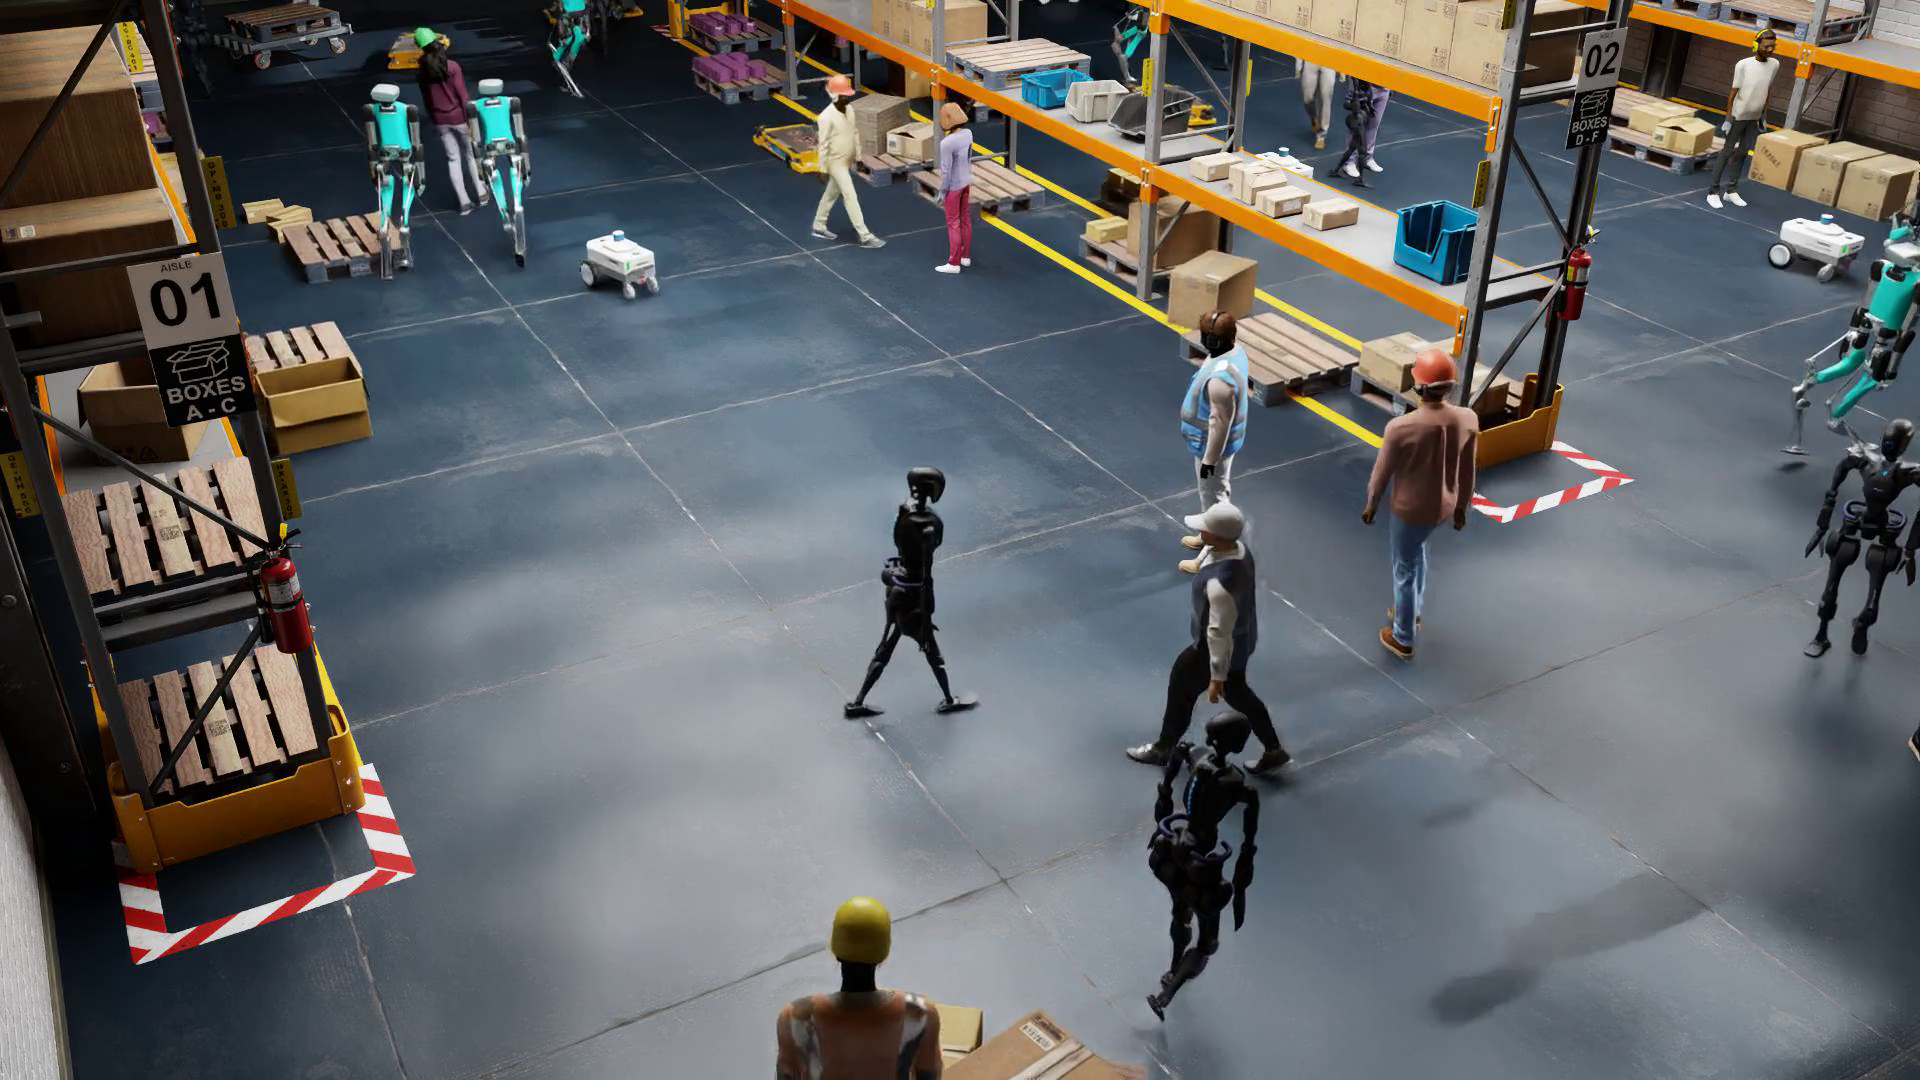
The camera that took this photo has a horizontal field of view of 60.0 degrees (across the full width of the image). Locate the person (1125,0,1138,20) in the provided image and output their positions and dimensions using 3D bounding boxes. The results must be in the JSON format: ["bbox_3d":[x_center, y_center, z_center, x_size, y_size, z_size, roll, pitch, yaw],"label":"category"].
[{"bbox_3d":[2.693,-8.858,25.246,0.335,1.844,0.523,-1,30,-1],"label":"person"}]

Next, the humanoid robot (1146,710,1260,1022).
[{"bbox_3d":[1.003,1.462,7.463,0.532,1.638,0.609,-23,37,-34],"label":"humanoid robot"}]

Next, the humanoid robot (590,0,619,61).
[{"bbox_3d":[-5.080,-7.553,23.187,0.602,1.626,0.687,-2,30,-3],"label":"humanoid robot"}]

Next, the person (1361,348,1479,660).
[{"bbox_3d":[2.753,-0.239,10.110,0.617,1.974,0.649,-11,32,-19],"label":"person"}]

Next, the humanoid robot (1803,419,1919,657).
[{"bbox_3d":[5.467,-0.011,10.016,0.614,1.641,0.425,19,35,30],"label":"humanoid robot"}]

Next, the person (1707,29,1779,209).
[{"bbox_3d":[8.296,-4.439,17.530,0.511,1.872,0.333,-7,31,-11],"label":"person"}]

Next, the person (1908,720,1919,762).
[{"bbox_3d":[5.662,0.406,9.008,0.604,1.958,0.367,-3,30,-5],"label":"person"}]

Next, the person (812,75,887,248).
[{"bbox_3d":[-1.150,-3.767,16.522,0.888,1.700,0.579,12,32,20],"label":"person"}]

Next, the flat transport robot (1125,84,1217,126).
[{"bbox_3d":[2.631,-5.479,20.948,0.659,0.231,1.431,-9,31,-15],"label":"flat transport robot"}]

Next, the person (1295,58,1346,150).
[{"bbox_3d":[4.258,-5.594,19.541,0.616,1.874,0.617,11,32,18],"label":"person"}]

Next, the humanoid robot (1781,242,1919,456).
[{"bbox_3d":[6.546,-1.309,12.266,1.045,1.762,0.550,-8,31,-14],"label":"humanoid robot"}]

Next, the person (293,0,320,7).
[{"bbox_3d":[-9.895,-8.666,24.950,0.599,1.814,0.642,-5,30,-9],"label":"person"}]

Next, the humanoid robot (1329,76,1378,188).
[{"bbox_3d":[4.413,-4.727,18.256,0.609,1.640,0.619,15,33,24],"label":"humanoid robot"}]

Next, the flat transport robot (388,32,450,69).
[{"bbox_3d":[-7.607,-6.882,23.390,0.659,0.231,1.431,-4,30,-7],"label":"flat transport robot"}]

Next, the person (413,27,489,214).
[{"bbox_3d":[-5.342,-4.413,17.458,0.578,1.890,0.667,-2,30,-3],"label":"person"}]

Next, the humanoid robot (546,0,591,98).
[{"bbox_3d":[-5.112,-6.544,21.424,0.805,1.876,0.543,22,36,33],"label":"humanoid robot"}]

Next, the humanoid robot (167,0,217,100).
[{"bbox_3d":[-9.861,-6.496,21.313,0.428,1.646,0.595,13,32,21],"label":"humanoid robot"}]

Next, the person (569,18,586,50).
[{"bbox_3d":[-5.559,-7.985,23.854,0.593,1.719,0.760,-4,30,-7],"label":"person"}]

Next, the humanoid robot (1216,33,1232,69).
[{"bbox_3d":[3.780,-7.237,22.591,0.608,1.635,0.391,-9,31,-15],"label":"humanoid robot"}]

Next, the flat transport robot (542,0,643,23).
[{"bbox_3d":[-5.668,-8.178,25.646,1.431,0.231,0.659,-12,32,-19],"label":"flat transport robot"}]

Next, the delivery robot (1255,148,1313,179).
[{"bbox_3d":[3.464,-3.937,17.976,0.499,0.595,0.792,-17,34,-27],"label":"delivery robot"}]

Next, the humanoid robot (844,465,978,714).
[{"bbox_3d":[-0.288,0.309,9.518,0.794,1.616,0.609,-8,31,-14],"label":"humanoid robot"}]

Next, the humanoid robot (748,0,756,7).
[{"bbox_3d":[-3.373,-8.944,25.543,0.928,1.747,0.546,-14,33,-23],"label":"humanoid robot"}]

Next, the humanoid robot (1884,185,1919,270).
[{"bbox_3d":[8.772,-2.983,15.147,0.546,1.809,0.714,-4,30,-7],"label":"humanoid robot"}]

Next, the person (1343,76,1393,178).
[{"bbox_3d":[4.594,-5.012,18.495,0.651,1.904,0.406,-18,34,-28],"label":"person"}]

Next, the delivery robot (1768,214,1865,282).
[{"bbox_3d":[8.279,-2.849,16.102,0.523,0.614,0.785,-18,35,-29],"label":"delivery robot"}]

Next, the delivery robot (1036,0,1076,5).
[{"bbox_3d":[1.499,-8.862,26.539,0.775,0.585,0.499,-8,31,-14],"label":"delivery robot"}]

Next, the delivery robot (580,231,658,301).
[{"bbox_3d":[-3.188,-2.617,15.664,0.499,0.580,0.756,-26,39,-38],"label":"delivery robot"}]

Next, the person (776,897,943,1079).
[{"bbox_3d":[-0.347,2.176,6.032,0.589,1.863,0.709,-6,30,-11],"label":"person"}]

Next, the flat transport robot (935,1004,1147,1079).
[{"bbox_3d":[0.122,2.644,6.808,0.659,0.231,1.431,5,30,8],"label":"flat transport robot"}]

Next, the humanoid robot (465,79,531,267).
[{"bbox_3d":[-4.372,-3.456,16.015,0.534,1.765,1.029,-9,31,-15],"label":"humanoid robot"}]

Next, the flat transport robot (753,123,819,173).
[{"bbox_3d":[-1.838,-4.583,19.388,0.659,0.231,1.431,-15,33,-24],"label":"flat transport robot"}]

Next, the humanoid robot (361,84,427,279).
[{"bbox_3d":[-5.380,-3.326,15.827,0.536,1.888,0.741,0,30,-1],"label":"humanoid robot"}]

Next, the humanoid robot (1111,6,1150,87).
[{"bbox_3d":[2.261,-6.747,21.814,0.788,1.888,0.536,5,30,8],"label":"humanoid robot"}]

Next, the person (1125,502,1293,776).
[{"bbox_3d":[1.425,0.552,8.993,0.903,1.719,0.757,11,32,18],"label":"person"}]

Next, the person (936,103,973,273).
[{"bbox_3d":[-0.054,-3.363,15.892,0.288,1.633,0.497,16,34,26],"label":"person"}]

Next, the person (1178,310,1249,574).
[{"bbox_3d":[1.656,-0.640,10.950,0.431,1.839,0.623,7,31,12],"label":"person"}]
